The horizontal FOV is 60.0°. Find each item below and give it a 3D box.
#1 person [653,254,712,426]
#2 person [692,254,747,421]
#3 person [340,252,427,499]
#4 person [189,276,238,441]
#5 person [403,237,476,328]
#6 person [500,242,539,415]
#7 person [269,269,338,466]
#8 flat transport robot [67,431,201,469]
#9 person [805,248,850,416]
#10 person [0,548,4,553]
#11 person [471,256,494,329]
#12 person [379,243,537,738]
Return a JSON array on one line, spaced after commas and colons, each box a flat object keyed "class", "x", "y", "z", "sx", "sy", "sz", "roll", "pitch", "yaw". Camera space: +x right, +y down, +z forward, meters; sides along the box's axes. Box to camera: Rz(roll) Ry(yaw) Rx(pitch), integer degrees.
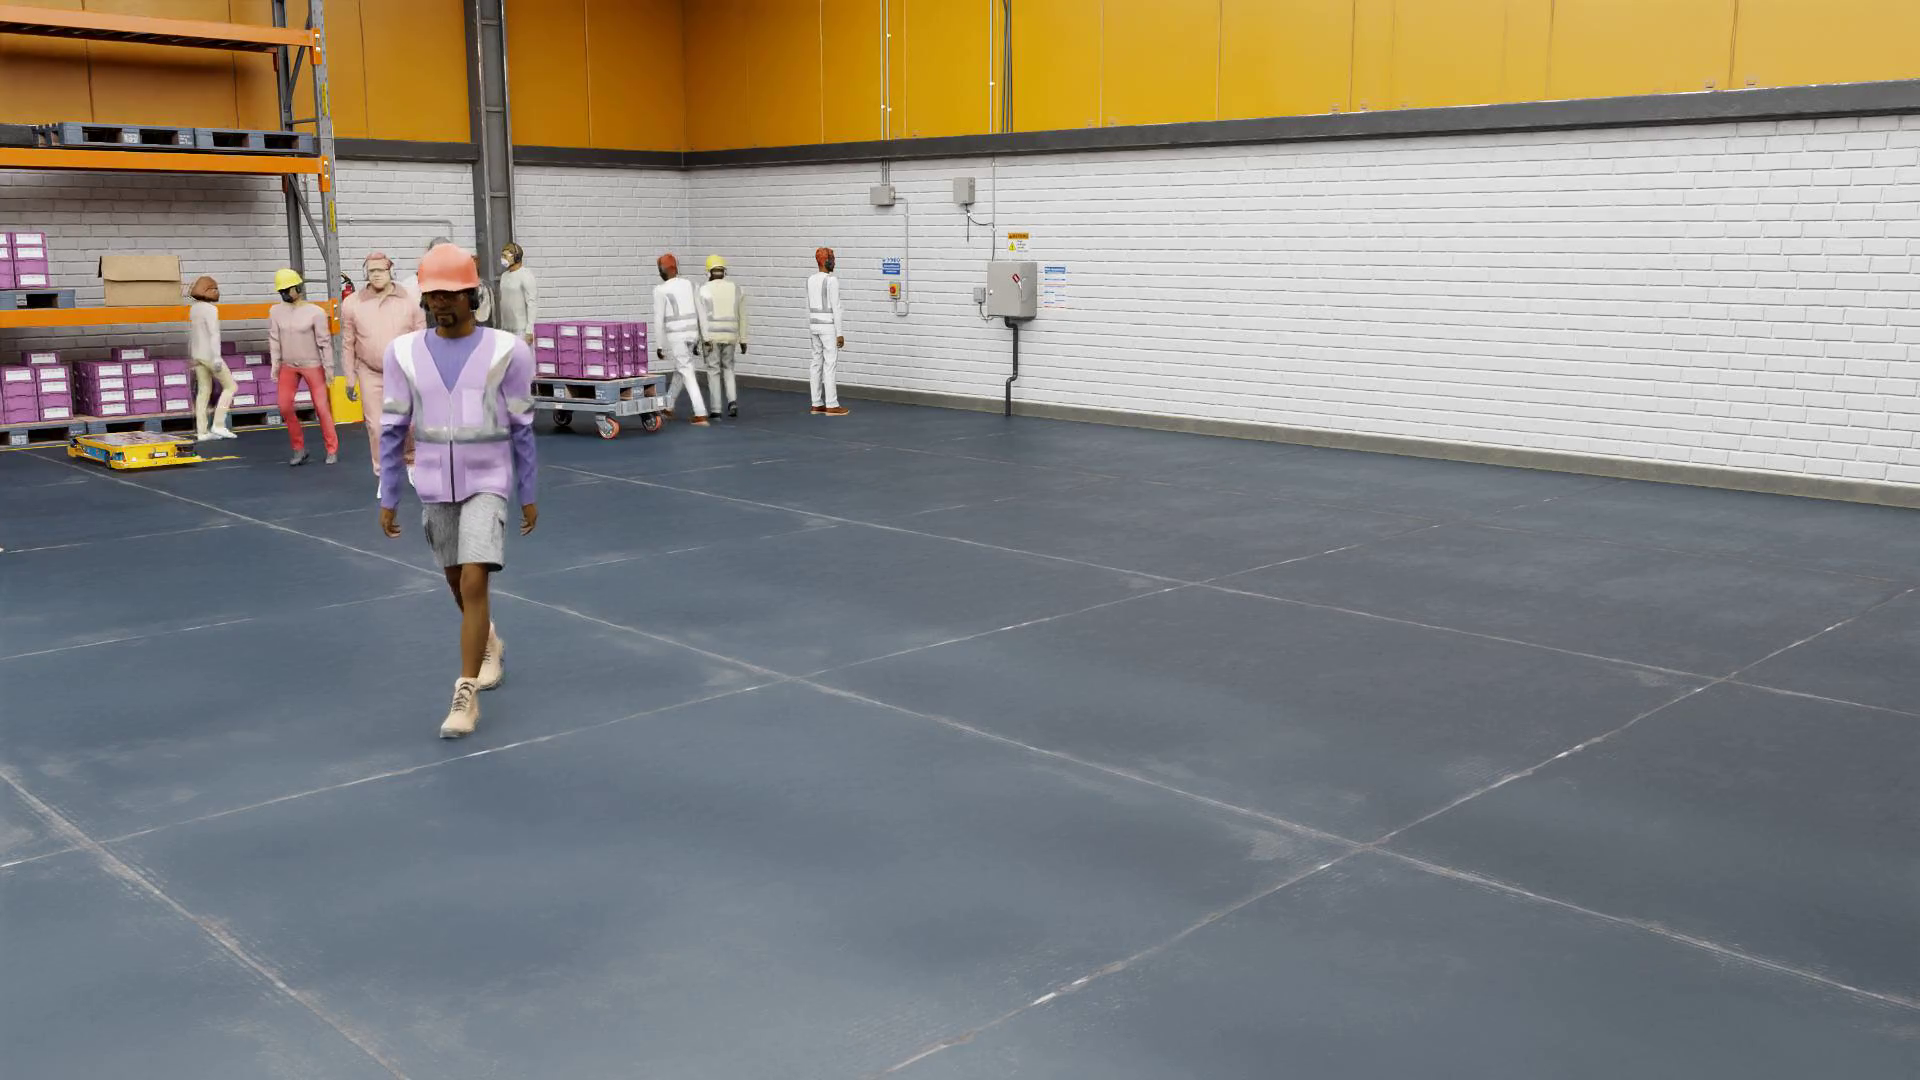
[{"class": "person", "x": -3.034, "y": -2.150, "z": 17.876, "sx": 1.001, "sy": 1.817, "sz": 0.637, "roll": 8, "pitch": 13, "yaw": 38}, {"class": "person", "x": -2.639, "y": -2.204, "z": 18.167, "sx": 0.619, "sy": 1.814, "sz": 0.417, "roll": -6, "pitch": 12, "yaw": -30}, {"class": "person", "x": -4.422, "y": -1.261, "z": 12.824, "sx": 0.661, "sy": 1.897, "sz": 0.442, "roll": -3, "pitch": 11, "yaw": -15}, {"class": "person", "x": -7.365, "y": -1.781, "z": 16.398, "sx": 0.535, "sy": 1.614, "sz": 0.468, "roll": 9, "pitch": 14, "yaw": 39}, {"class": "person", "x": -4.735, "y": -1.784, "z": 15.274, "sx": 0.698, "sy": 2.000, "sz": 0.866, "roll": -6, "pitch": 12, "yaw": -29}, {"class": "person", "x": -4.982, "y": -2.366, "z": 18.725, "sx": 0.636, "sy": 1.939, "sz": 0.362, "roll": 10, "pitch": 14, "yaw": 44}, {"class": "person", "x": -5.769, "y": -1.505, "z": 14.601, "sx": 0.546, "sy": 1.727, "sz": 0.578, "roll": 1, "pitch": 10, "yaw": 5}, {"class": "flat transport robot", "x": -7.376, "y": -0.816, "z": 14.822, "sx": 0.652, "sy": 0.197, "sz": 1.431, "roll": -10, "pitch": 14, "yaw": -44}, {"class": "person", "x": -1.507, "y": -2.339, "z": 18.732, "sx": 0.355, "sy": 1.883, "sz": 0.575, "roll": -10, "pitch": 14, "yaw": -42}, {"class": "person", "x": -6.391, "y": -0.750, "z": 10.493, "sx": 0.449, "sy": 1.728, "sz": 0.489, "roll": -3, "pitch": 11, "yaw": -14}, {"class": "person", "x": -5.377, "y": -2.180, "z": 18.094, "sx": 0.959, "sy": 1.792, "sz": 0.502, "roll": -5, "pitch": 11, "yaw": -24}, {"class": "person", "x": -2.106, "y": -0.250, "z": 7.044, "sx": 0.625, "sy": 2.000, "sz": 1.040, "roll": 0, "pitch": 10, "yaw": -1}]
